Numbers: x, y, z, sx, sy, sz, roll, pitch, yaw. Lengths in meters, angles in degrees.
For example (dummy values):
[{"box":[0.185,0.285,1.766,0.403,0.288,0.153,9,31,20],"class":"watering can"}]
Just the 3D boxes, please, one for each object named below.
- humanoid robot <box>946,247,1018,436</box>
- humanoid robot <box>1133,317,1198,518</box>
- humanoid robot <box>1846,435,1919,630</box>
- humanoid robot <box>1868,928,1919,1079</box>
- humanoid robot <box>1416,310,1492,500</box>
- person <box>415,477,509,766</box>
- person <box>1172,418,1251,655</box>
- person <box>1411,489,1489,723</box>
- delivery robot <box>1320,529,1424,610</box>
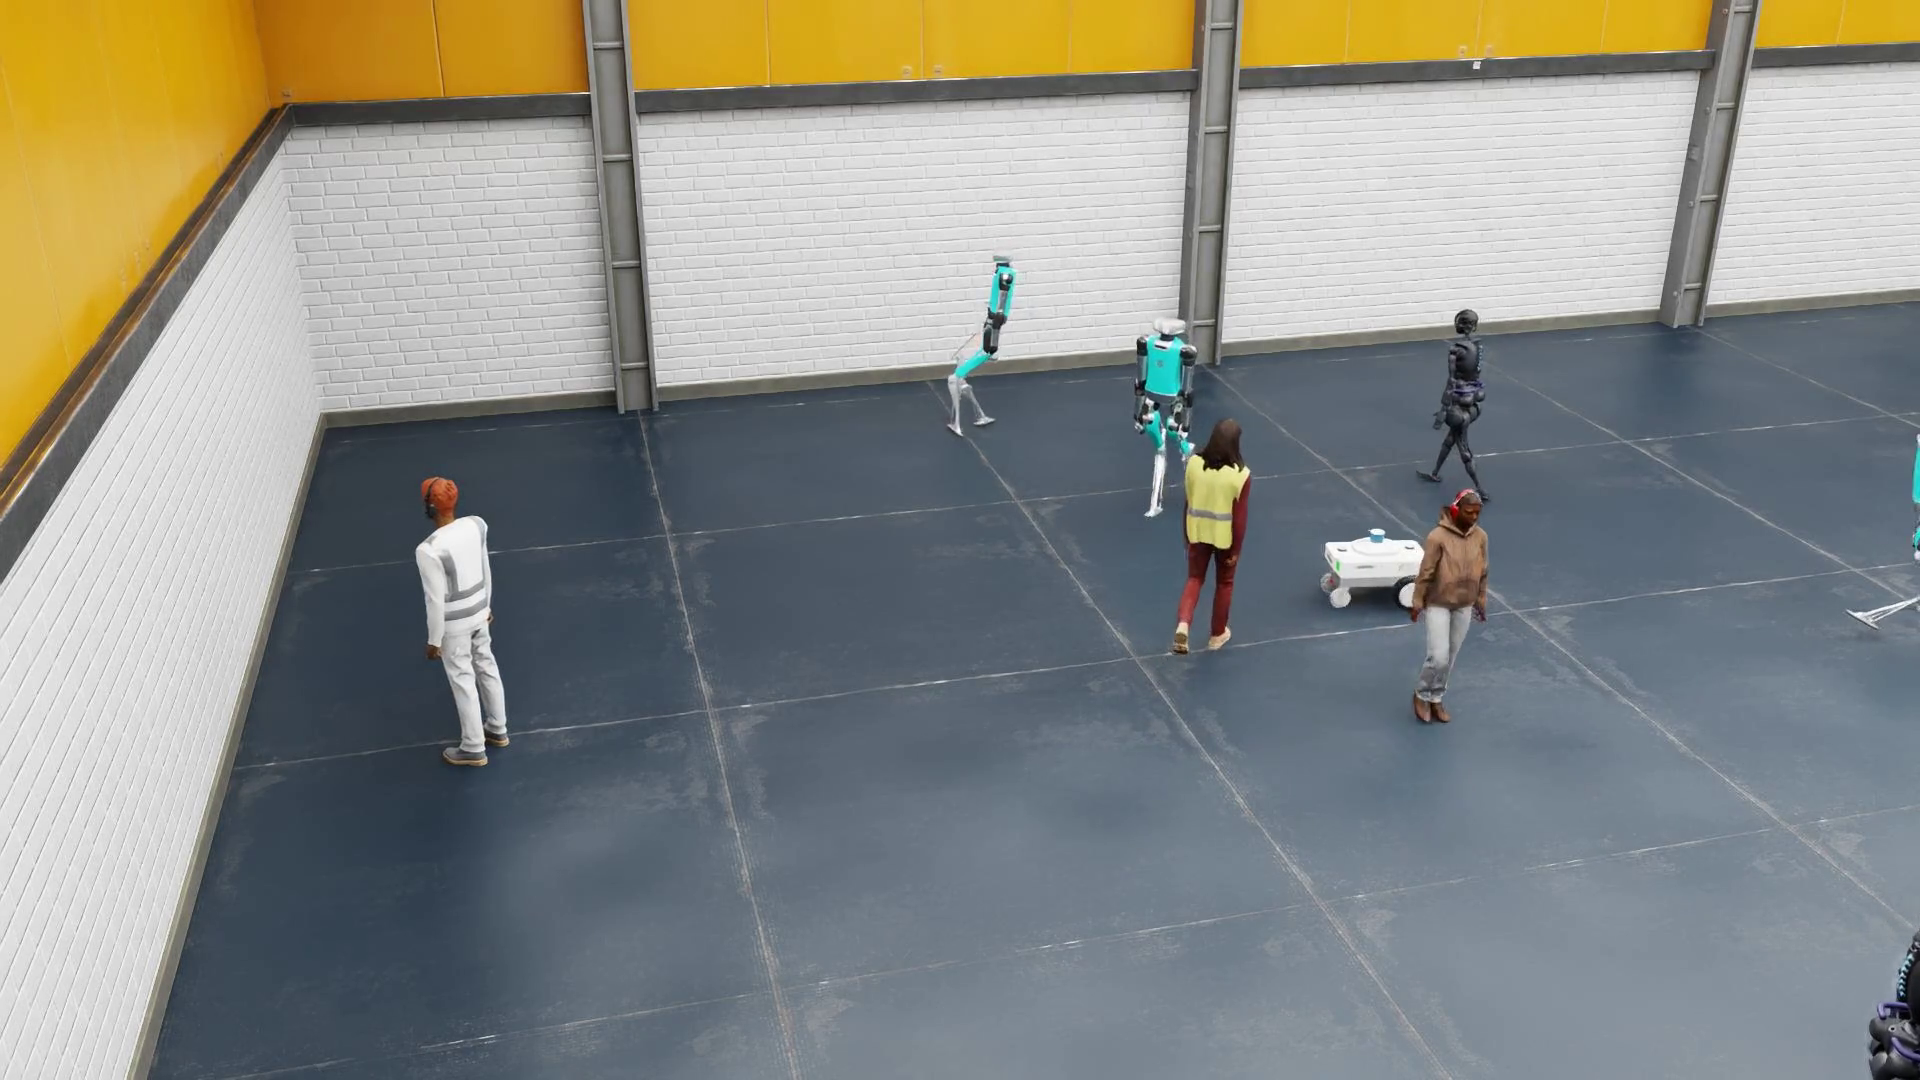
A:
[{"box":[0.111,-1.890,15.830,0.873,1.775,0.599,0,24,0],"class":"humanoid robot"},{"box":[1.841,-1.072,14.041,0.558,1.815,0.884,15,28,30],"class":"humanoid robot"},{"box":[6.906,-0.023,11.603,1.031,1.739,0.549,11,26,24],"class":"humanoid robot"},{"box":[3.931,2.129,6.782,0.515,1.650,0.590,4,24,9],"class":"humanoid robot"},{"box":[4.342,-1.178,14.356,0.783,1.621,0.611,21,31,39],"class":"humanoid robot"},{"box":[-3.075,0.502,10.220,0.353,1.881,0.574,10,26,21],"class":"person"},{"box":[1.741,0.006,11.507,0.474,1.747,0.640,11,26,24],"class":"person"},{"box":[3.149,0.435,10.660,0.506,1.632,0.405,-6,24,-13],"class":"person"},{"box":[3.139,0.218,12.535,0.818,0.614,0.499,-2,24,-4],"class":"delivery robot"}]
